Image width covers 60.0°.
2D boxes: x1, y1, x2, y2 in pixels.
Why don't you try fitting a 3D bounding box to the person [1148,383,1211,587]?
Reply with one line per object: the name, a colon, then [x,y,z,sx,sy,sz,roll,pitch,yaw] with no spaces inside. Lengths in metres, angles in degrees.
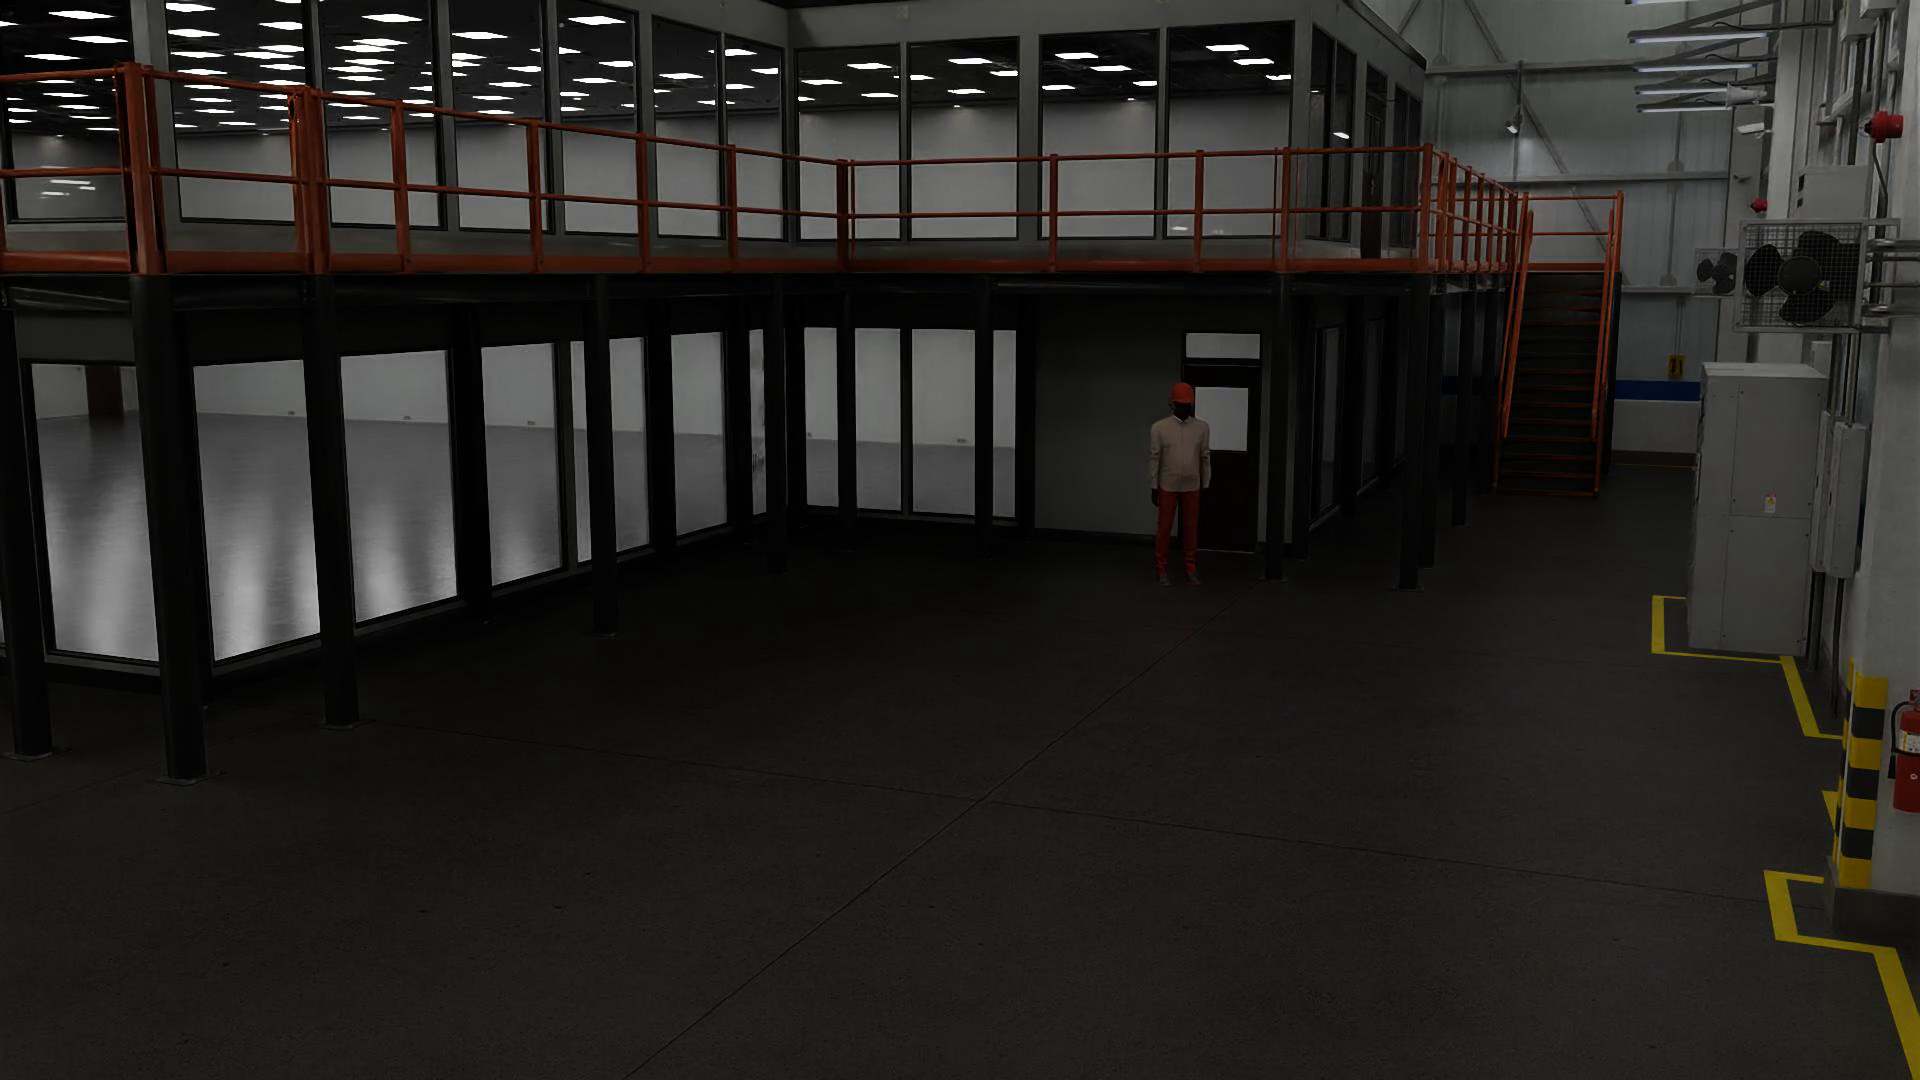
person: [2.129,-0.527,16.081,0.614,1.988,0.400,-1,9,-9]
